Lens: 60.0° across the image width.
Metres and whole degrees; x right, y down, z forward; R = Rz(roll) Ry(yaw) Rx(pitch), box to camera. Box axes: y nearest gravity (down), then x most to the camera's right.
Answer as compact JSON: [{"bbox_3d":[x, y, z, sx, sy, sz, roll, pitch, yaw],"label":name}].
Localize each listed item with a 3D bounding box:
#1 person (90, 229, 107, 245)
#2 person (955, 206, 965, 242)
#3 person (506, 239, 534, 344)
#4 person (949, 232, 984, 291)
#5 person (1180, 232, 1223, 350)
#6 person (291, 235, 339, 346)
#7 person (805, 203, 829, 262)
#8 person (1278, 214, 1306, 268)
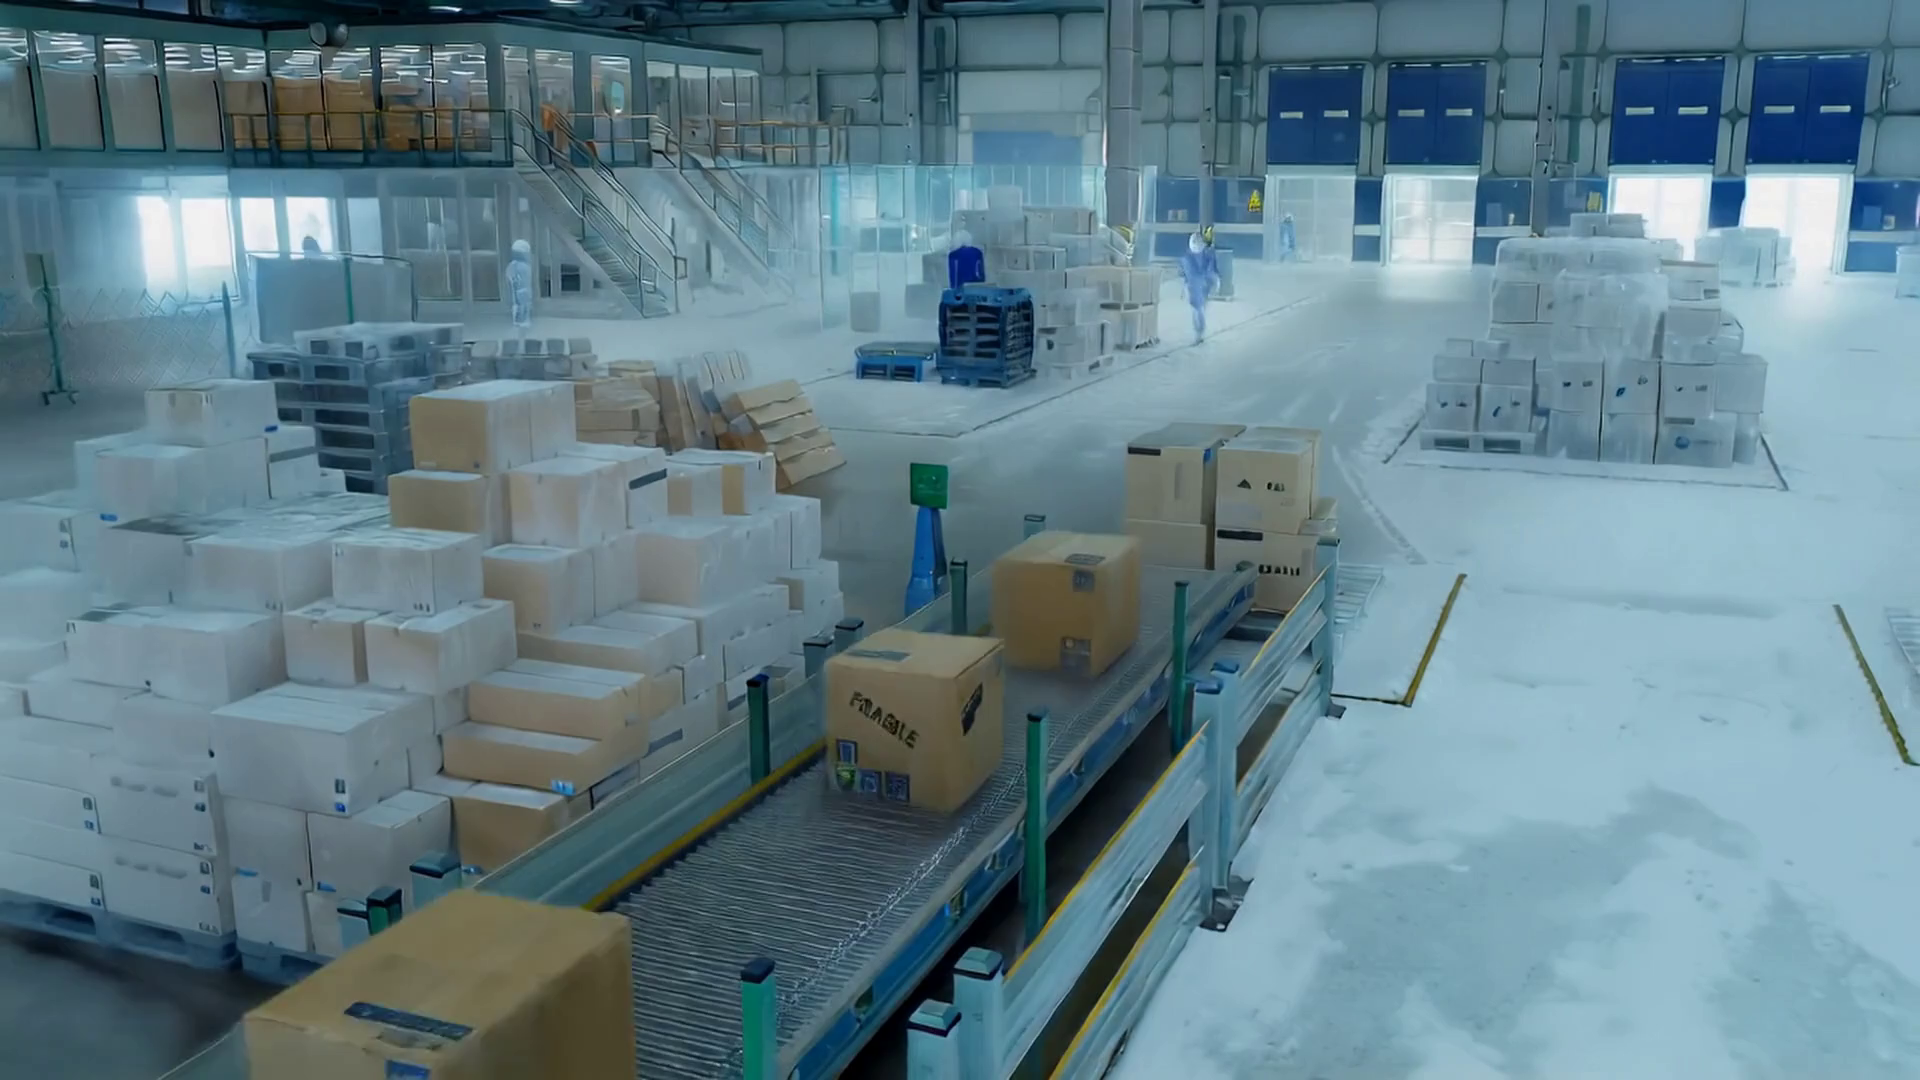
[{"bbox_3d":[-22.977,-7.759,44.314,0.517,1.852,0.734,1,13,6],"label":"person"},{"bbox_3d":[-0.004,-8.454,47.117,0.618,1.989,0.392,5,13,20],"label":"person"},{"bbox_3d":[-6.832,-3.728,26.040,0.361,1.935,0.553,3,13,14],"label":"person"},{"bbox_3d":[0.112,-4.369,28.930,0.627,1.934,0.372,-3,13,-12],"label":"person"},{"bbox_3d":[4.098,-4.250,28.311,0.716,1.981,1.061,1,13,7],"label":"person"},{"bbox_3d":[-10.017,-3.703,25.696,0.682,2.000,0.705,11,17,41],"label":"person"},{"bbox_3d":[-4.733,-10.125,54.794,0.863,1.919,0.611,11,16,39],"label":"person"},{"bbox_3d":[10.260,-9.233,51.365,0.861,1.650,0.552,5,13,21],"label":"person"}]
